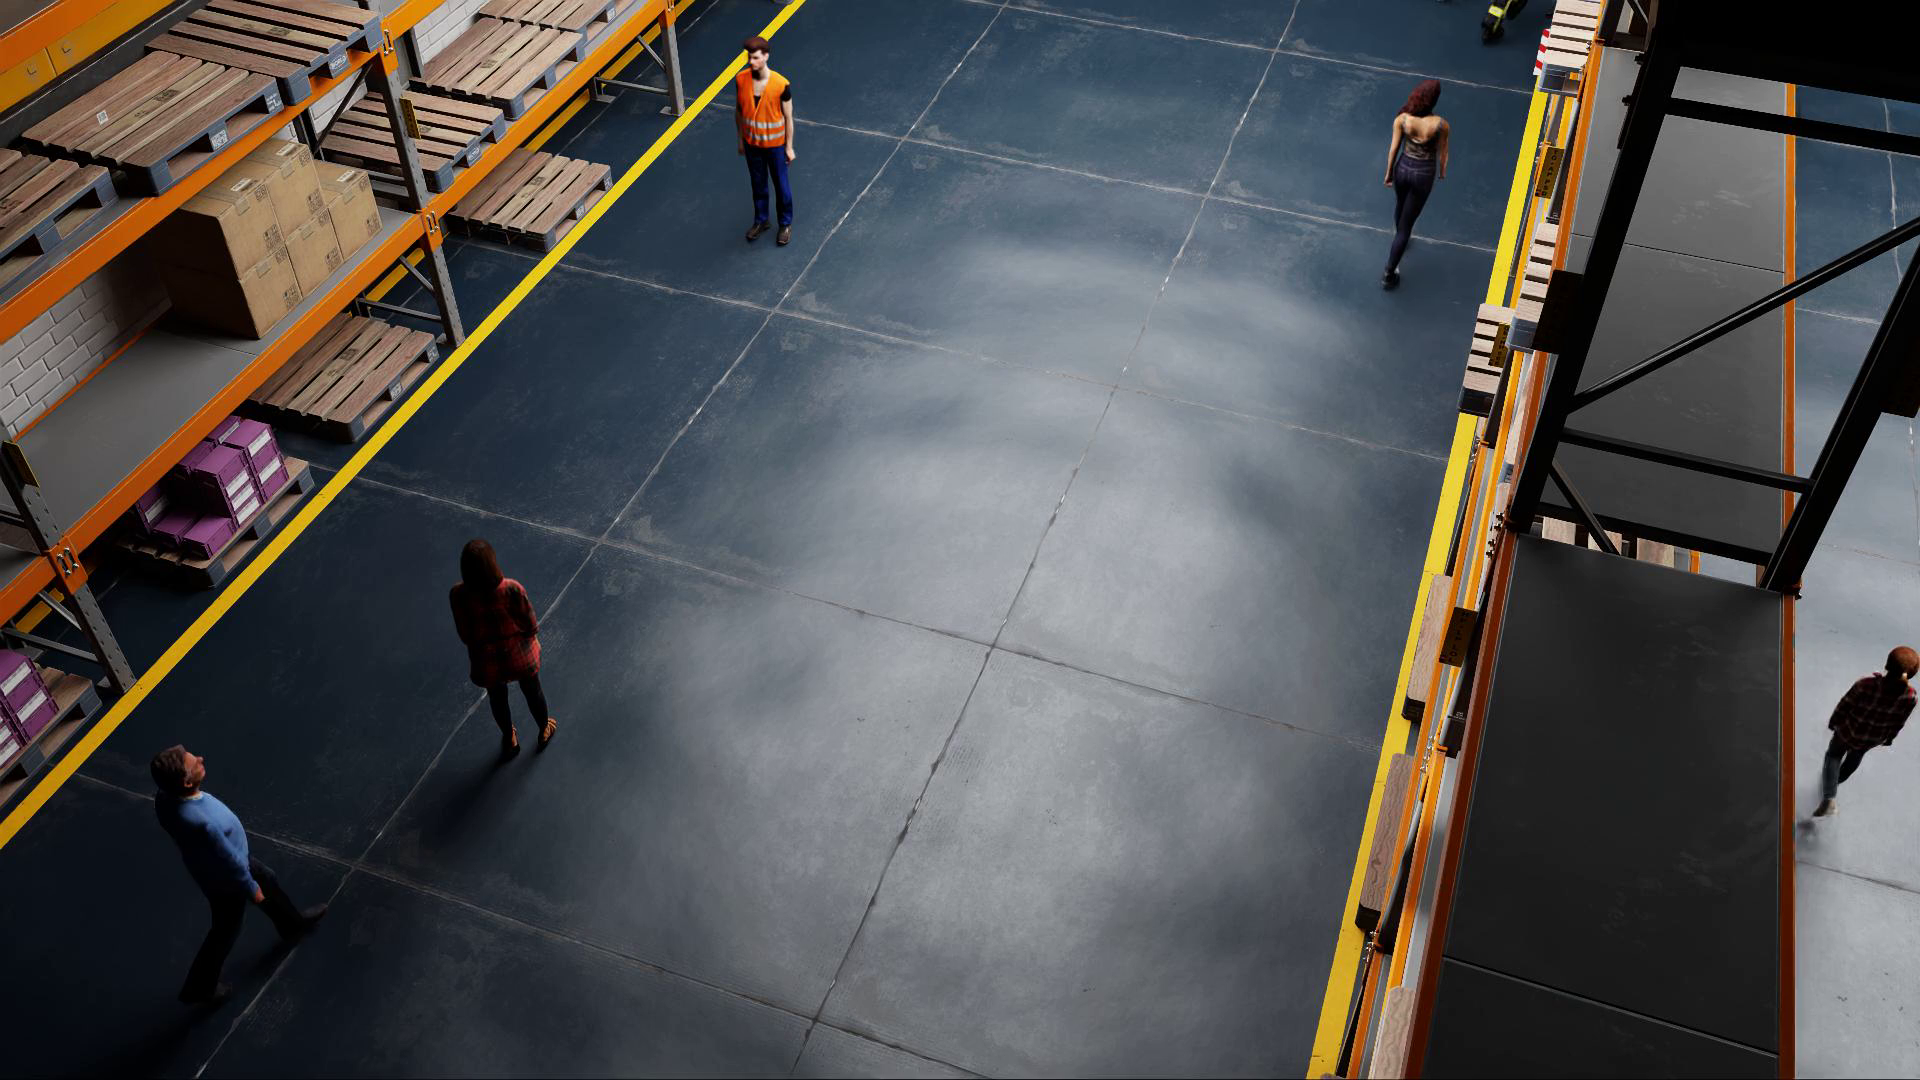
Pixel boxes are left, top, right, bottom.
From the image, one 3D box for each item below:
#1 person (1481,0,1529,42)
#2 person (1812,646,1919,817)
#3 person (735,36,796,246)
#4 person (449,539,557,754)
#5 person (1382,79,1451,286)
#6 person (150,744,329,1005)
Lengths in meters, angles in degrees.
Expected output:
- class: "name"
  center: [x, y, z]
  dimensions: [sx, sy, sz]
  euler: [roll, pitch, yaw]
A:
- class: "person"
  center: [5.677, -5.997, 17.015]
  dimensions: [1.316, 1.778, 1.079]
  euler: [-34, 53, -30]
- class: "person"
  center: [5.363, 1.158, 9.856]
  dimensions: [0.534, 1.294, 0.784]
  euler: [14, 45, 14]
- class: "person"
  center: [-1.663, -3.434, 14.245]
  dimensions: [0.682, 1.889, 0.625]
  euler: [12, 45, 12]
- class: "person"
  center: [-2.777, 0.659, 10.085]
  dimensions: [0.705, 1.701, 0.718]
  euler: [-7, 44, -8]
- class: "person"
  center: [3.742, -2.931, 13.841]
  dimensions: [0.751, 1.717, 1.185]
  euler: [22, 48, 21]
- class: "person"
  center: [-4.005, 1.798, 8.827]
  dimensions: [1.237, 1.787, 0.995]
  euler: [-34, 53, -30]
